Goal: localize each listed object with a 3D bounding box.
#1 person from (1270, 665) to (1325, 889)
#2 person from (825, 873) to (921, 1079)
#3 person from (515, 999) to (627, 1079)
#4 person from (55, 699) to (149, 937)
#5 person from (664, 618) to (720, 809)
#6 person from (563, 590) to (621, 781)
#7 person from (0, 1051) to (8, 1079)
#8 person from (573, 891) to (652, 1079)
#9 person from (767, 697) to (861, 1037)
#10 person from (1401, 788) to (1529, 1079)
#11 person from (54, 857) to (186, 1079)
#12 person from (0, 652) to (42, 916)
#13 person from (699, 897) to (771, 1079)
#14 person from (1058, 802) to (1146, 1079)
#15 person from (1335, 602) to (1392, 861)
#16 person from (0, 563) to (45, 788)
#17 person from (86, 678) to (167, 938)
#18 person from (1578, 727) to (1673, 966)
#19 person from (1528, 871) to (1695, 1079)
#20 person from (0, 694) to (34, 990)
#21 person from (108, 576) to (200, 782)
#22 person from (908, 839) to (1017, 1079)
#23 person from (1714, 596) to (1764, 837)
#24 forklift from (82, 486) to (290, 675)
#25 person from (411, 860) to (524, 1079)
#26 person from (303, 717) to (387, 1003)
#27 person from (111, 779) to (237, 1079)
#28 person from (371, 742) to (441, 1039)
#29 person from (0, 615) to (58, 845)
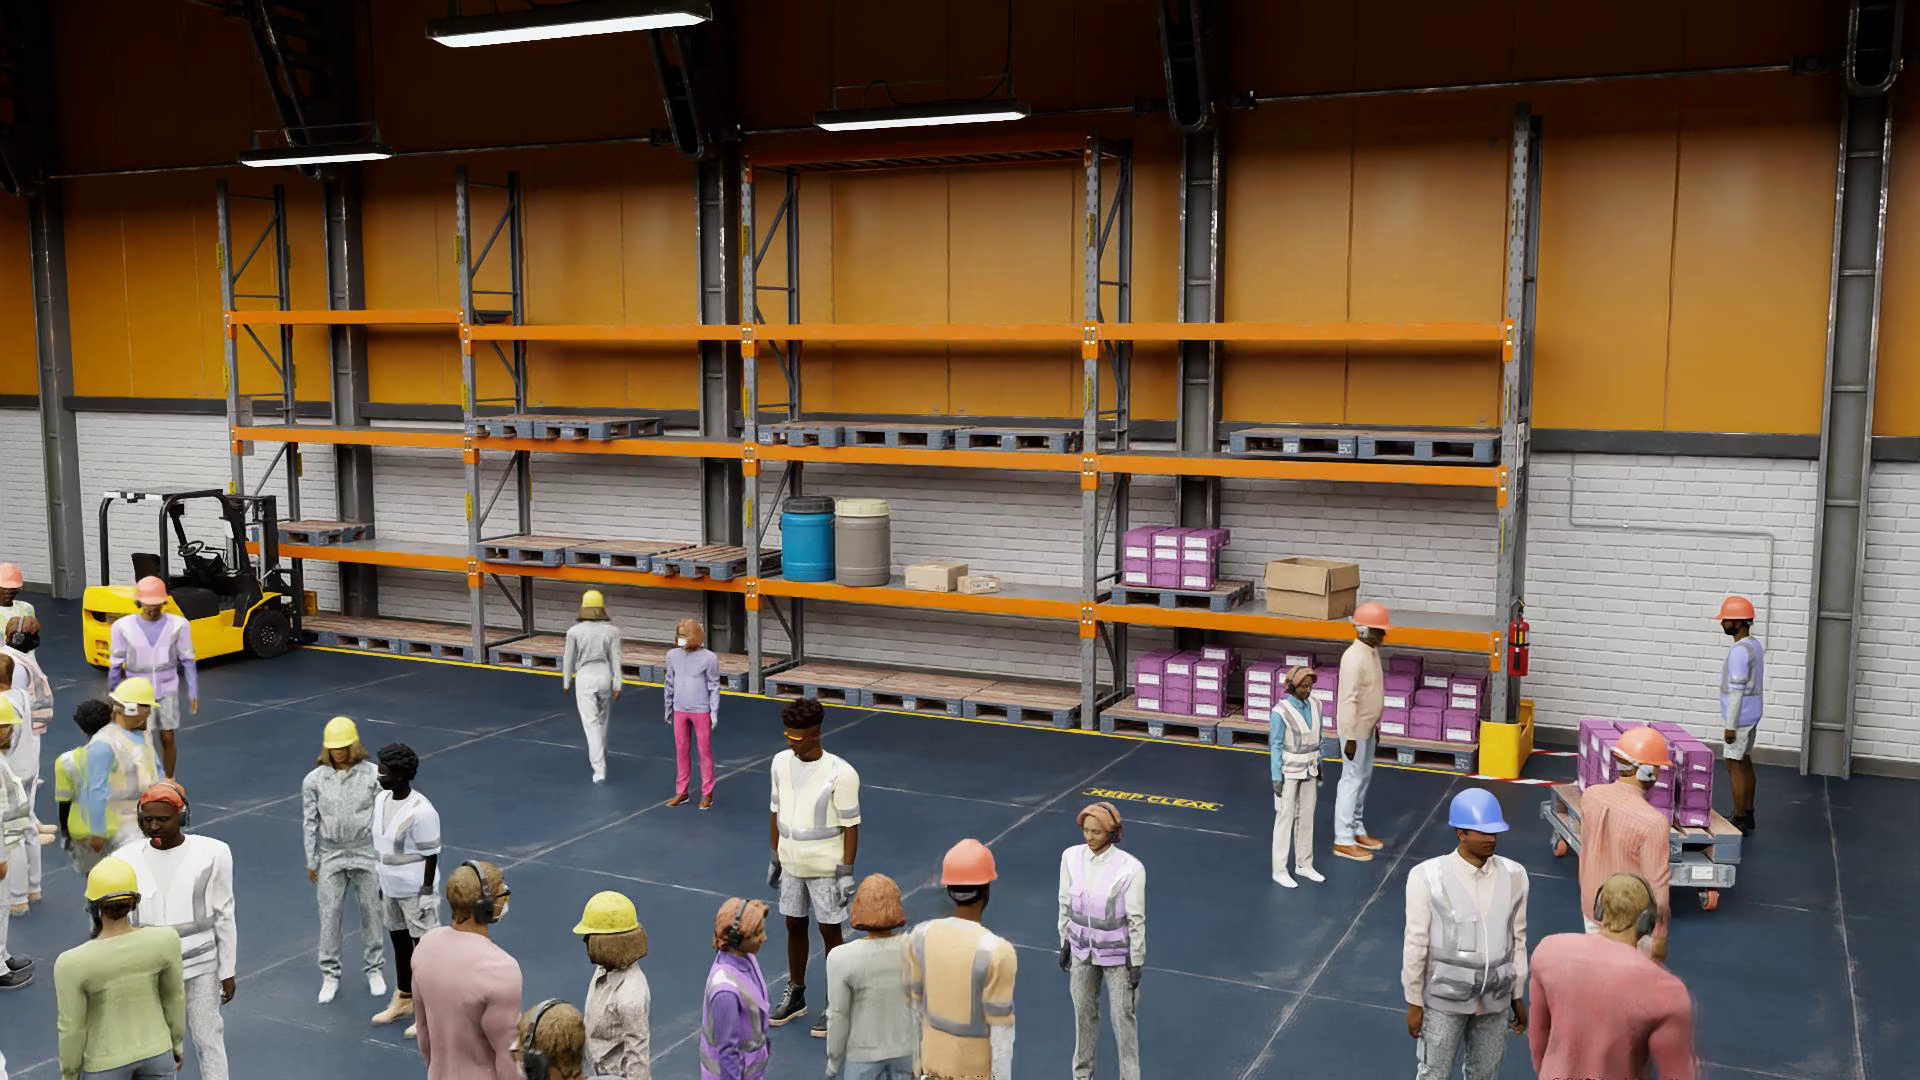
[{"bbox_3d":[2.447,1.710,12.114,0.524,1.631,0.318,-5,9,-38],"label":"person"},{"bbox_3d":[-0.350,2.283,7.367,0.507,1.630,0.268,-2,7,-20],"label":"person"},{"bbox_3d":[-1.238,2.393,5.252,0.377,1.931,0.636,3,8,27],"label":"person"},{"bbox_3d":[-5.479,1.862,10.637,0.538,1.672,0.666,-3,8,-25],"label":"person"},{"bbox_3d":[-2.276,1.467,14.101,0.504,1.631,0.279,2,7,19],"label":"person"},{"bbox_3d":[-3.333,1.309,15.147,0.495,1.698,0.890,-4,8,-28],"label":"person"},{"bbox_3d":[-3.880,2.295,6.242,0.572,1.883,0.355,-3,7,-23],"label":"person"},{"bbox_3d":[-1.419,2.292,6.835,0.295,1.743,0.493,-3,8,-26],"label":"person"},{"bbox_3d":[-0.860,1.857,9.548,0.605,1.958,0.392,4,8,32],"label":"person"},{"bbox_3d":[2.325,2.090,7.654,0.612,1.950,0.377,-1,7,-11],"label":"person"},{"bbox_3d":[-3.615,2.238,7.188,0.313,1.769,0.523,7,10,43],"label":"person"},{"bbox_3d":[-6.594,1.677,11.506,0.345,1.845,0.508,-1,7,-7],"label":"person"},{"bbox_3d":[-0.953,2.316,7.105,0.321,1.631,0.527,0,7,0],"label":"person"},{"bbox_3d":[0.733,2.141,8.564,0.513,1.630,0.318,5,9,36],"label":"person"},{"bbox_3d":[3.097,1.453,12.785,0.411,1.987,0.619,4,8,28],"label":"person"},{"bbox_3d":[-8.312,1.210,14.563,0.395,2.040,0.609,2,7,17],"label":"person"},{"bbox_3d":[-5.342,1.790,10.813,0.770,1.780,0.610,0,7,-2],"label":"person"},{"bbox_3d":[3.484,1.949,8.705,0.403,1.982,0.628,-2,7,-19],"label":"person"},{"bbox_3d":[2.434,2.250,6.516,0.835,1.914,0.561,7,9,43],"label":"person"},{"bbox_3d":[-5.929,1.848,10.208,0.403,1.821,0.601,-4,8,-33],"label":"person"},{"bbox_3d":[-6.810,1.293,14.040,0.711,2.003,0.666,-4,8,-30],"label":"person"},{"bbox_3d":[0.008,2.207,7.032,0.548,1.882,1.011,5,8,35],"label":"person"},{"bbox_3d":[6.236,1.410,13.378,0.392,1.928,0.549,5,9,36],"label":"person"},{"bbox_3d":[-9.426,0.454,20.179,1.214,2.155,2.313,3,8,26],"label":"forklift"},{"bbox_3d":[-1.917,2.220,6.635,0.630,1.940,0.372,5,9,37],"label":"person"},{"bbox_3d":[-3.679,1.911,10.024,0.495,1.735,0.340,-2,7,-17],"label":"person"},{"bbox_3d":[-3.804,2.080,8.068,0.568,1.878,0.351,-1,7,-11],"label":"person"},{"bbox_3d":[-3.170,1.988,9.528,0.536,1.699,0.322,5,9,38],"label":"person"},{"bbox_3d":[-7.359,1.495,13.085,0.429,1.830,0.639,-4,8,-29],"label":"person"}]
